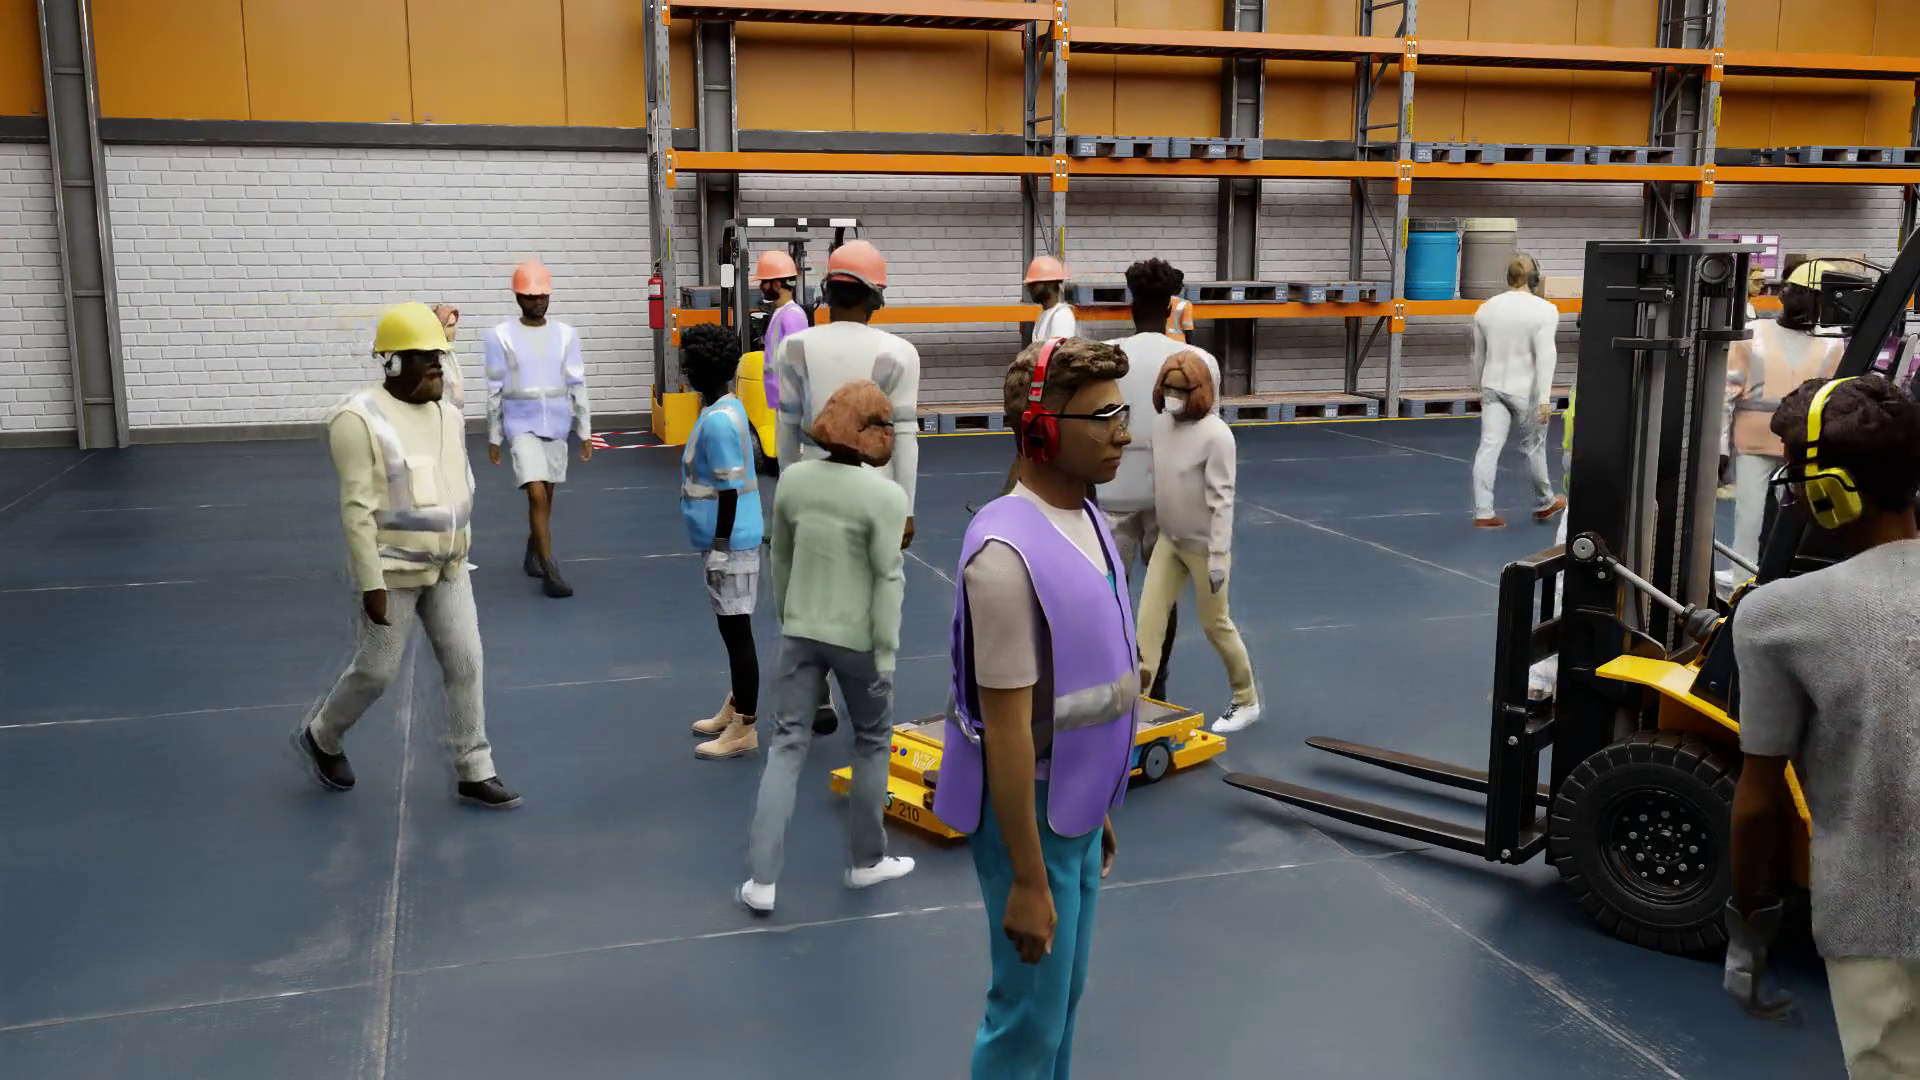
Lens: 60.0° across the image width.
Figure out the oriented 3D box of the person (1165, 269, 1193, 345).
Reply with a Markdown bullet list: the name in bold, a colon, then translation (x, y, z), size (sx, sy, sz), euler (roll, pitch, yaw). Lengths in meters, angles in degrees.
- **person**: translation (2.145, -1.903, 16.943), size (0.536, 1.696, 0.322), euler (9, 14, 40)

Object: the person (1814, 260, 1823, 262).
- **person**: translation (9.385, -2.189, 18.328), size (0.309, 1.769, 0.523), euler (-2, 11, -12)

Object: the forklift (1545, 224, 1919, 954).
- **forklift**: translation (2.909, 0.117, 4.508), size (2.313, 2.155, 1.214), euler (9, 14, 40)

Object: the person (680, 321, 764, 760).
- **person**: translation (-0.924, 0.003, 6.491), size (0.321, 1.699, 0.535), euler (-1, 10, -7)

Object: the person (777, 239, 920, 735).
- **person**: translation (-0.471, -0.201, 6.745), size (0.624, 2.011, 0.796), euler (2, 11, 11)

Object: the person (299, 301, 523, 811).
- **person**: translation (-1.998, 0.060, 5.892), size (0.831, 1.809, 0.582), euler (6, 12, 28)

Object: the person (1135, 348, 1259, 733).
- **person**: translation (0.919, 0.026, 6.660), size (0.775, 1.590, 0.570), euler (-7, 12, -32)

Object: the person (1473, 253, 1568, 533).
- **person**: translation (3.903, -1.018, 11.538), size (0.957, 1.896, 0.656), euler (-9, 14, -41)

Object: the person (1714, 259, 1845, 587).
- **person**: translation (4.676, -0.606, 9.296), size (0.773, 1.887, 0.642), euler (10, 14, 43)

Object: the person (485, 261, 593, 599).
- **person**: translation (-2.433, -0.658, 9.612), size (0.560, 1.892, 0.983), euler (-6, 12, -31)

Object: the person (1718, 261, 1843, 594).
- **person**: translation (4.210, -0.475, 8.599), size (0.645, 1.892, 0.392), euler (1, 10, 4)

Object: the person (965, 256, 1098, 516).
- **person**: translation (0.564, -0.999, 11.468), size (0.997, 1.881, 0.552), euler (-3, 11, -17)

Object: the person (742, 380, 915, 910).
- **person**: translation (-0.416, 0.323, 5.035), size (0.516, 1.596, 0.600), euler (6, 12, 30)

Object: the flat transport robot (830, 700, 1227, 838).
- **flat transport robot**: translation (0.283, 0.773, 6.189), size (1.431, 0.197, 0.652), euler (-9, 14, -41)

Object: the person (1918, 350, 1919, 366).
- **person**: translation (7.277, -1.109, 12.134), size (0.960, 1.855, 0.673), euler (-9, 13, -40)

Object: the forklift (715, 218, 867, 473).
- **forklift**: translation (-1.522, -1.778, 14.899), size (1.214, 2.155, 2.313), euler (-3, 11, -17)

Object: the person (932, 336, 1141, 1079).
- **person**: translation (0.157, 0.541, 3.141), size (0.389, 1.846, 0.566), euler (3, 11, 15)

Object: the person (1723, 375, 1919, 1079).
- **person**: translation (1.534, 0.639, 2.726), size (0.591, 1.801, 0.956), euler (0, 10, 1)

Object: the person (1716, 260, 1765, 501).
- **person**: translation (5.975, -1.227, 12.840), size (0.326, 1.842, 0.517), euler (9, 14, 40)

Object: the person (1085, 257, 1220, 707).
- **person**: translation (0.770, -0.184, 6.856), size (0.630, 1.941, 0.653), euler (0, 10, -2)

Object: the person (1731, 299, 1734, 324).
- **person**: translation (5.604, -1.213, 12.592), size (0.410, 1.909, 0.643), euler (6, 12, 28)

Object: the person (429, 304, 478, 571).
- **person**: translation (-3.169, -0.608, 10.021), size (0.430, 1.623, 0.539), euler (0, 10, 2)

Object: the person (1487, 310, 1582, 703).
- **person**: translation (2.793, -0.139, 7.059), size (0.988, 1.785, 0.642), euler (-3, 11, -18)

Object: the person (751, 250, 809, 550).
- **person**: translation (-1.139, -0.889, 10.739), size (0.376, 1.934, 0.548), euler (-2, 11, -13)
